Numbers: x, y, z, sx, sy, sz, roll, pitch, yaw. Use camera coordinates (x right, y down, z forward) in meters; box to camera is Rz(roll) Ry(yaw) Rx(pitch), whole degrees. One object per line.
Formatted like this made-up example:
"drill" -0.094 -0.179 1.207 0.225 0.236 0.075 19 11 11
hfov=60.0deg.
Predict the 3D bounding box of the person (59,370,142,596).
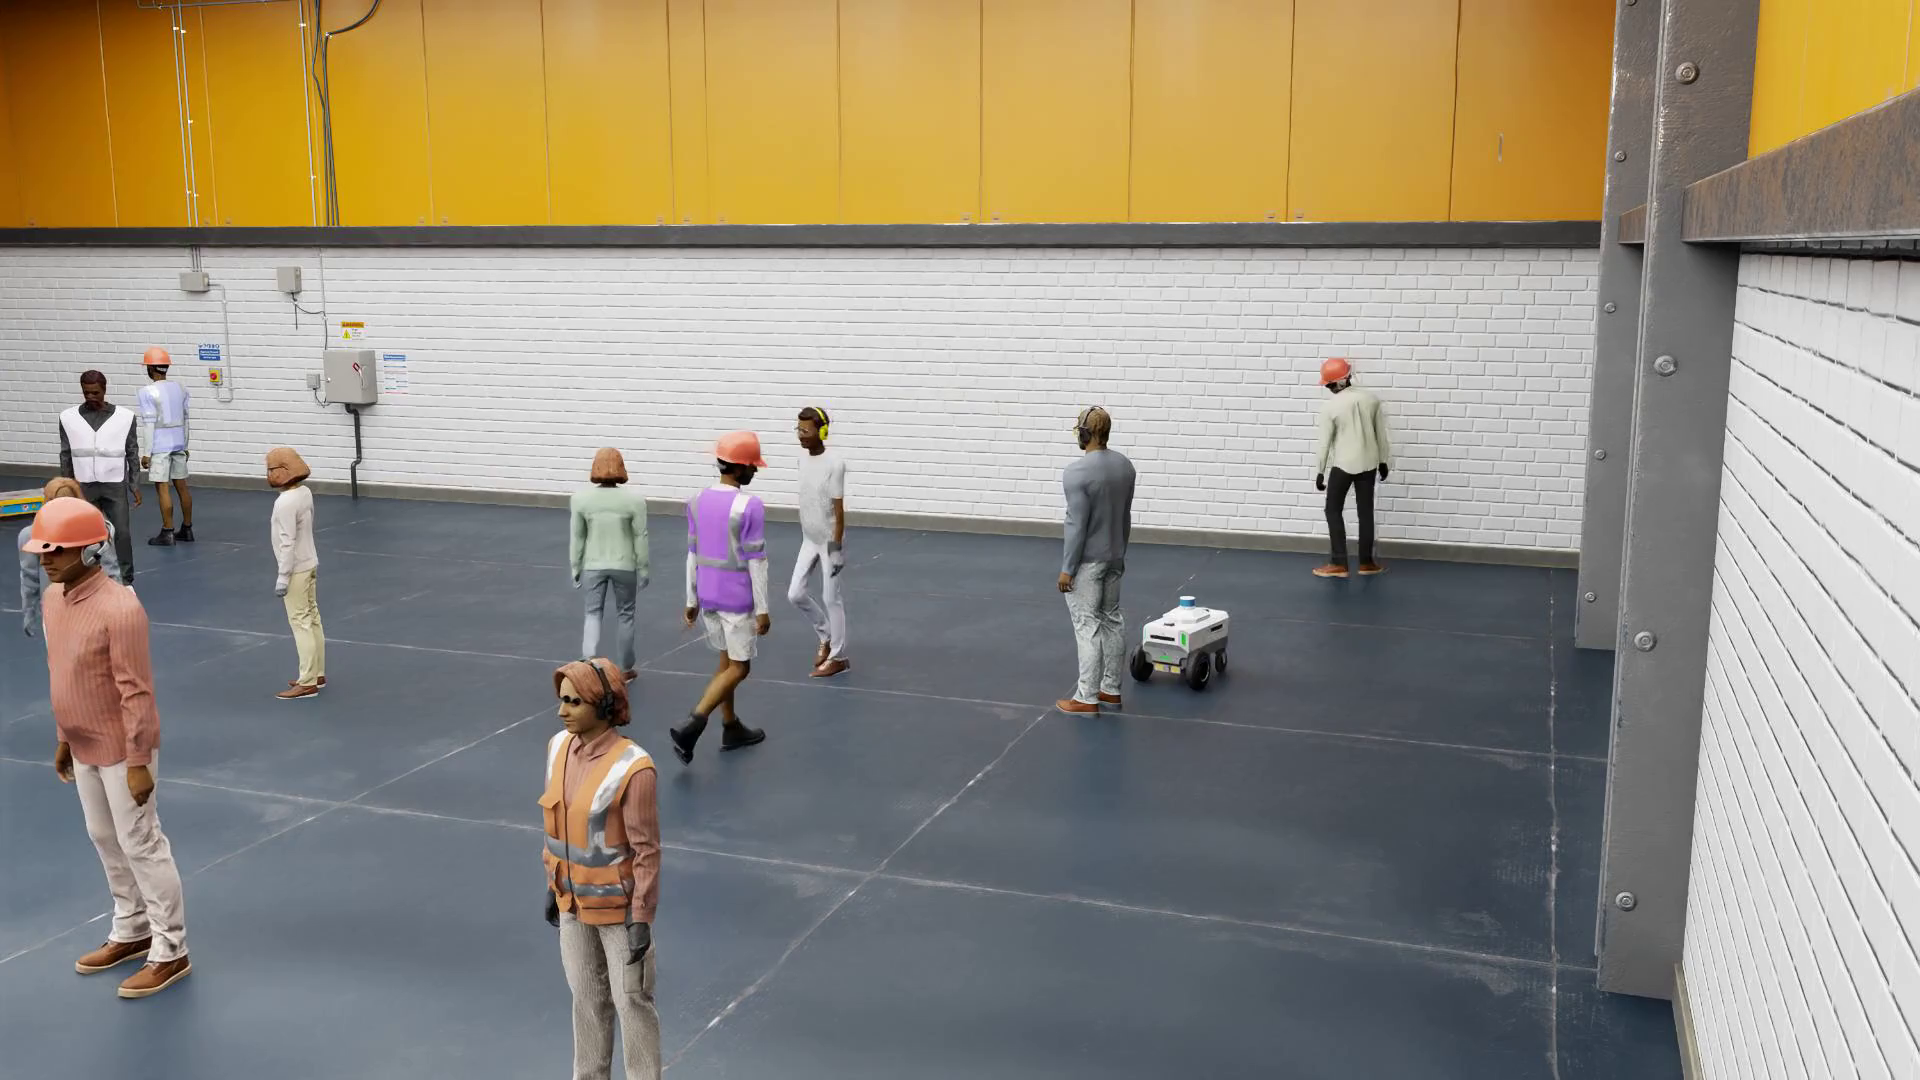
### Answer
"person" -7.065 -0.447 13.701 0.587 1.913 0.391 -4 11 -20

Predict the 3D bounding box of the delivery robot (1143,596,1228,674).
"delivery robot" 1.530 0.624 11.226 0.477 0.478 0.707 7 12 34

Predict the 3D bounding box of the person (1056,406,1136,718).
"person" 0.833 0.134 10.348 0.358 1.938 0.636 9 13 40

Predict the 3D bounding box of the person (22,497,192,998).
"person" -3.354 0.804 6.493 0.624 1.980 0.448 8 13 37

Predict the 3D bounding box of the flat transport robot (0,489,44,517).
"flat transport robot" -10.247 -0.385 17.970 0.652 0.197 1.431 8 13 39

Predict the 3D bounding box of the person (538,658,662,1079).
"person" -1.147 1.175 5.331 0.514 1.641 0.309 8 13 38

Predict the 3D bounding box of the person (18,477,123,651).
"person" -5.152 0.426 9.683 0.522 1.588 0.791 -6 12 -31

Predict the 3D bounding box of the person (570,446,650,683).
"person" -2.300 0.196 10.923 0.519 1.618 0.642 0 10 -3

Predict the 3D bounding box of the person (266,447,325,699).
"person" -4.315 0.209 10.788 0.286 1.633 0.497 -1 10 -5

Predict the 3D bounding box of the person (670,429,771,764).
"person" -1.365 0.331 9.348 0.566 1.909 0.777 8 13 37

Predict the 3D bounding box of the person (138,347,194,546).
"person" -7.772 -0.911 16.240 0.356 1.937 0.552 4 11 21

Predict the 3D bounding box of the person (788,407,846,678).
"person" -0.931 0.024 11.209 0.534 1.855 0.413 9 14 42

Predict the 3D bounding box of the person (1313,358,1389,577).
"person" 3.496 -0.640 14.732 0.734 1.945 0.387 -3 10 -16
